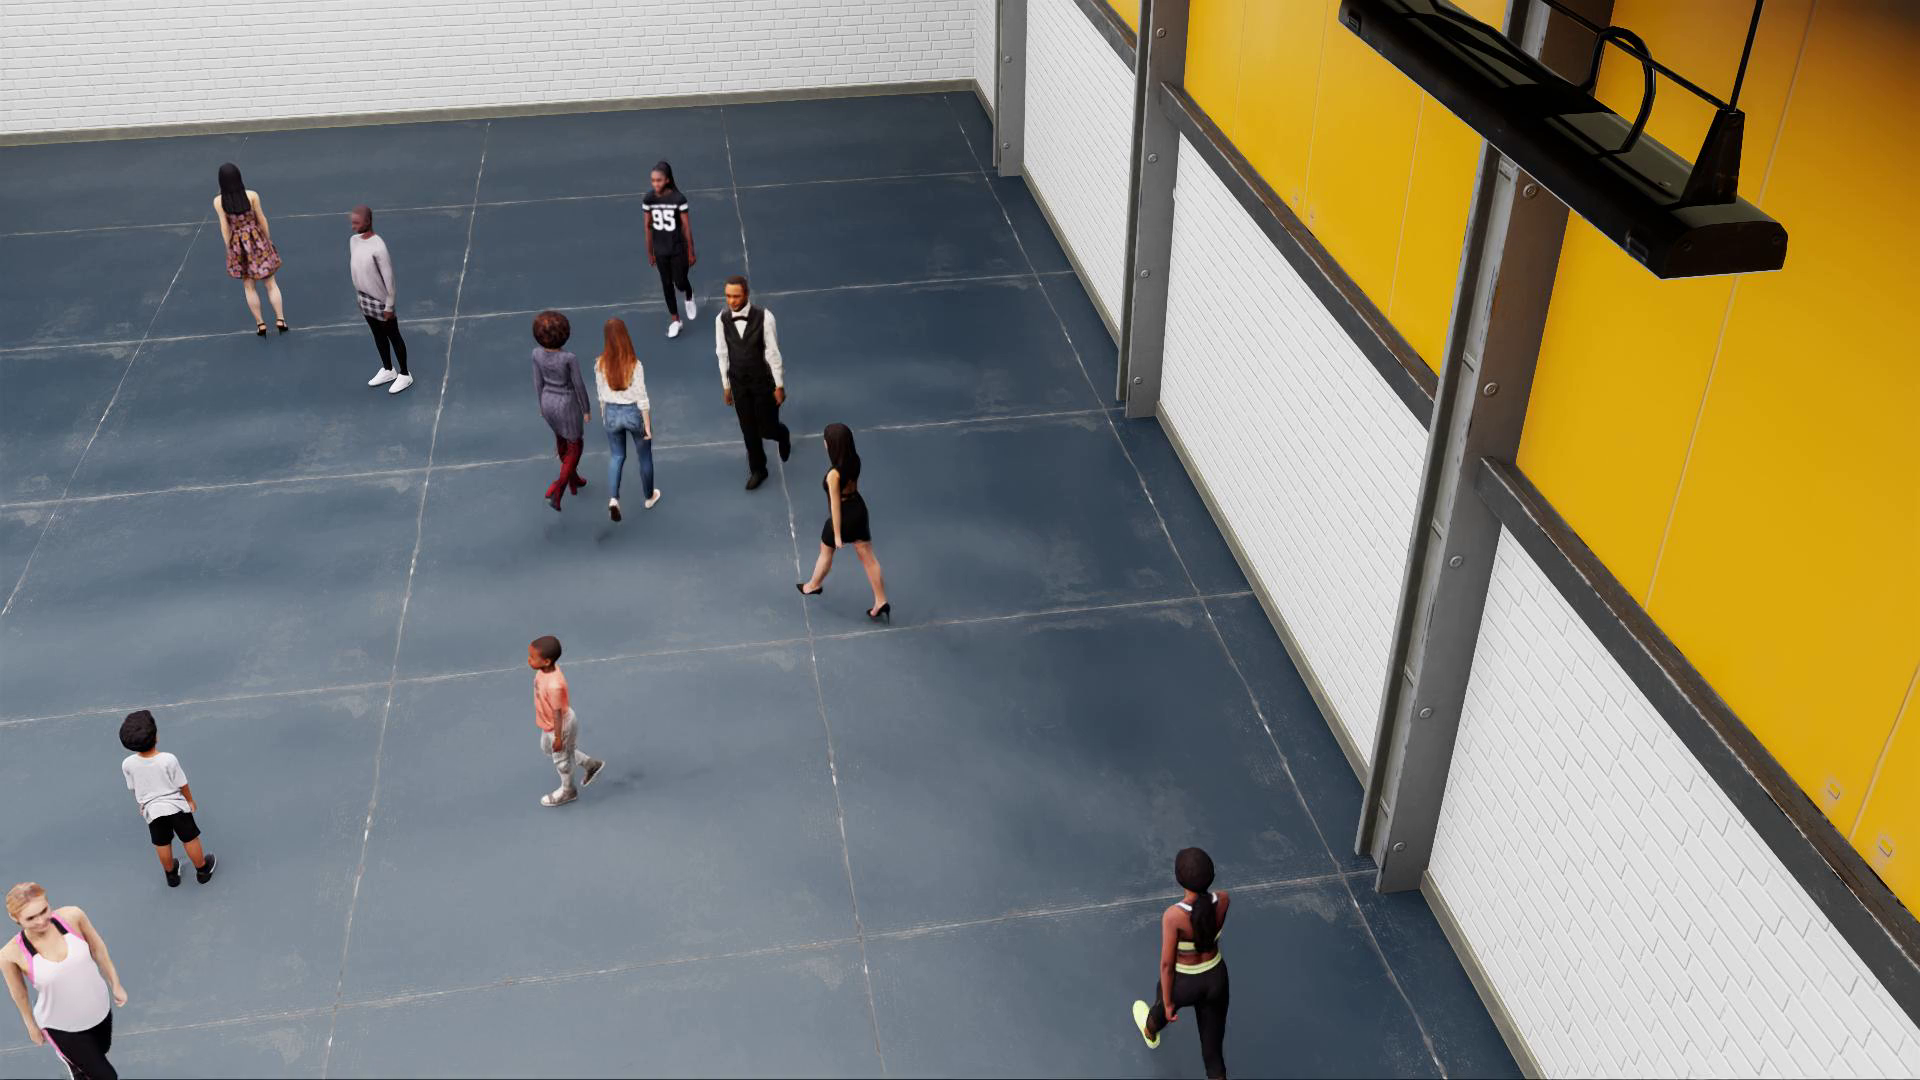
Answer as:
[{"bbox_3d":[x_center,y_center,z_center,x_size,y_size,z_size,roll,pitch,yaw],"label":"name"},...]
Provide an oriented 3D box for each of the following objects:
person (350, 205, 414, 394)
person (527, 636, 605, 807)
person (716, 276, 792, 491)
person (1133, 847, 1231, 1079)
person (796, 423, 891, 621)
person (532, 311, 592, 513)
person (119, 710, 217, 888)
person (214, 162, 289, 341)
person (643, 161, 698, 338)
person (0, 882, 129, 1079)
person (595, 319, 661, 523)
[{"bbox_3d":[-5.299,-2.213,15.157,0.692,1.774,0.744,20,38,27],"label":"person"},{"bbox_3d":[-2.498,1.130,10.553,0.631,1.304,0.643,-12,36,-18],"label":"person"},{"bbox_3d":[-1.675,-1.354,13.751,0.922,1.901,1.029,7,34,10],"label":"person"},{"bbox_3d":[1.226,2.336,8.385,0.617,1.695,1.197,-8,35,-12],"label":"person"},{"bbox_3d":[-0.746,-0.095,12.126,1.040,1.603,1.005,19,38,26],"label":"person"},{"bbox_3d":[-3.242,-0.990,13.396,0.848,1.687,1.084,8,34,12],"label":"person"},{"bbox_3d":[-4.764,1.562,9.945,0.471,1.256,0.464,-5,34,-8],"label":"person"},{"bbox_3d":[-6.840,-2.788,16.023,0.739,1.773,0.757,-14,36,-21],"label":"person"},{"bbox_3d":[-2.779,-2.846,16.157,0.761,1.721,0.836,5,34,7],"label":"person"},{"bbox_3d":[-4.469,2.330,8.338,1.151,1.756,1.083,21,39,29],"label":"person"},{"bbox_3d":[-2.713,-0.928,13.279,0.776,1.713,1.004,8,34,11],"label":"person"}]
